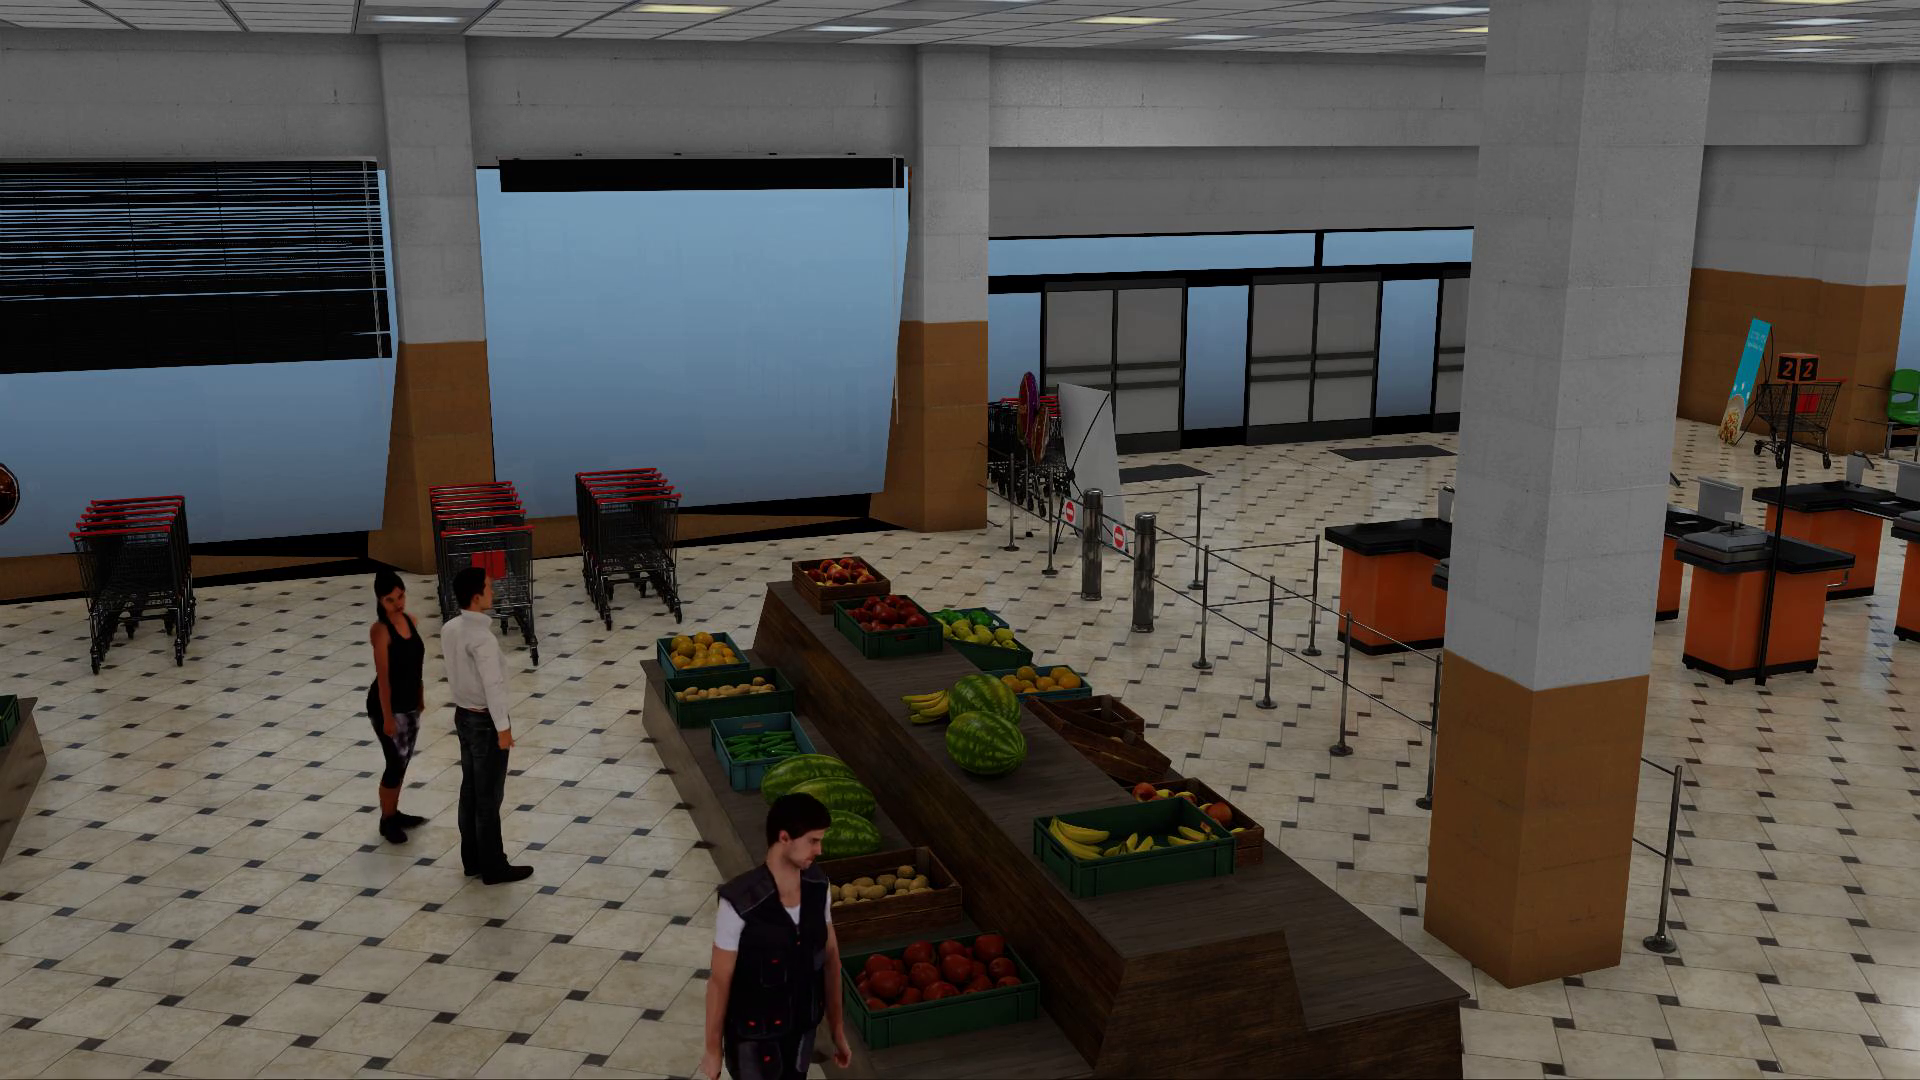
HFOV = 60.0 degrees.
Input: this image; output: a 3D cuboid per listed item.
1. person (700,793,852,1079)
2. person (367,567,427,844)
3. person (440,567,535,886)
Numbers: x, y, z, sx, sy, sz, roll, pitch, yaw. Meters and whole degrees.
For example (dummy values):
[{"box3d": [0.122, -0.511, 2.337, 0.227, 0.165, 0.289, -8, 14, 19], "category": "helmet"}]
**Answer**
[{"box3d": [-0.757, 1.790, 6.170, 0.863, 1.812, 0.876, -12, 18, -40], "category": "person"}, {"box3d": [-3.355, 0.973, 9.863, 0.799, 1.660, 0.676, 0, 14, -2], "category": "person"}, {"box3d": [-2.687, 1.029, 9.307, 0.795, 1.812, 0.635, -12, 18, -40], "category": "person"}]
